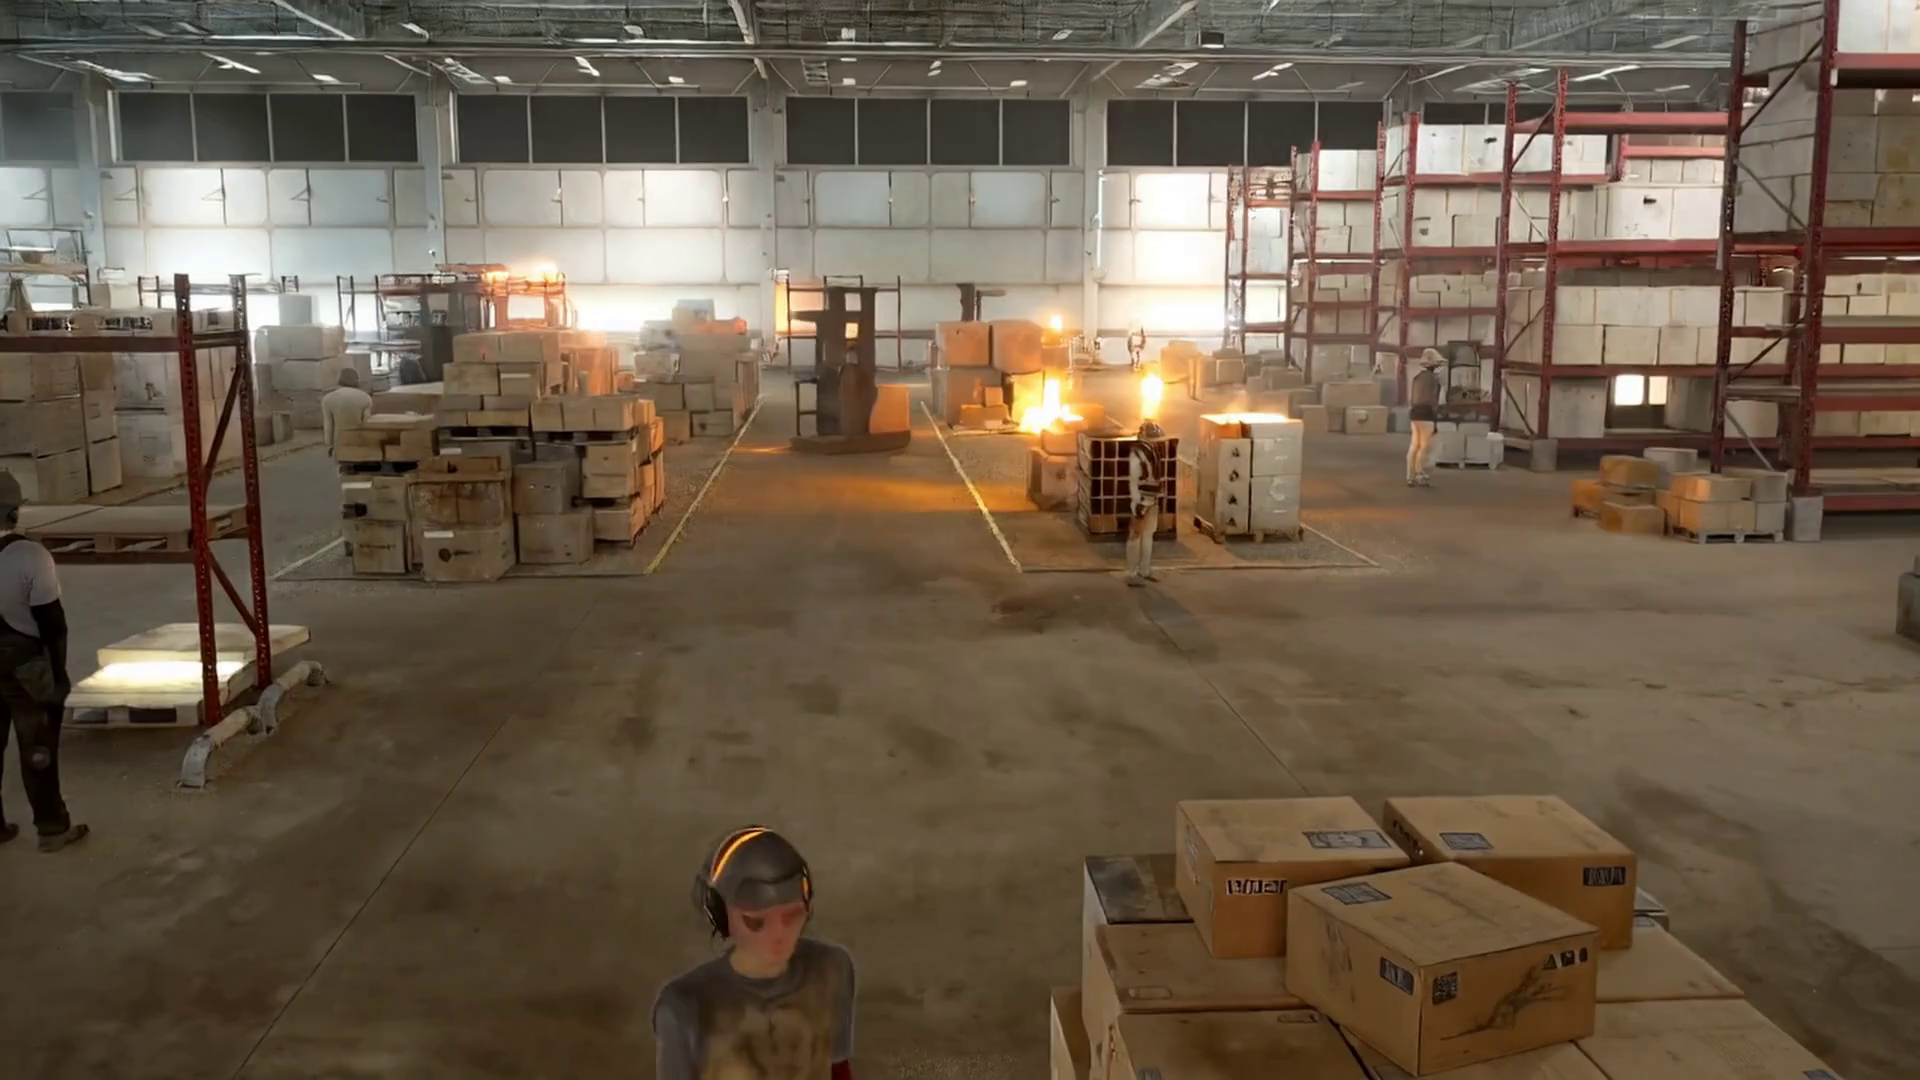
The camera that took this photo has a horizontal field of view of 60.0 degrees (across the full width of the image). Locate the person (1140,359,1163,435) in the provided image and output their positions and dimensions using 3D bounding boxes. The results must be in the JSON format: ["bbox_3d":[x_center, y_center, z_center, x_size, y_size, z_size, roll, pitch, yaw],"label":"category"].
[{"bbox_3d":[3.019,-2.014,26.373,0.318,1.700,0.536,6,11,33],"label":"person"}]

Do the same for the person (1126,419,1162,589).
[{"bbox_3d":[1.788,-0.355,16.145,0.308,1.639,0.511,6,11,35],"label":"person"}]

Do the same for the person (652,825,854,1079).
[{"bbox_3d":[-0.468,1.512,3.798,0.521,1.847,0.841,-7,11,-36],"label":"person"}]

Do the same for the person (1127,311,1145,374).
[{"bbox_3d":[5.390,-6.043,50.929,0.551,1.934,0.372,2,9,15],"label":"person"}]

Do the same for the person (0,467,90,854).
[{"bbox_3d":[-4.967,0.626,8.725,0.688,2.000,0.539,1,9,3],"label":"person"}]

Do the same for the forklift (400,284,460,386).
[{"bbox_3d":[-11.964,-4.501,38.294,1.873,2.768,1.129,7,11,37],"label":"forklift"}]

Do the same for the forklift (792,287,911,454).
[{"bbox_3d":[-1.833,-2.958,28.601,1.129,2.768,1.873,8,12,41],"label":"forklift"}]

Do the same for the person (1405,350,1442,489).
[{"bbox_3d":[6.611,-1.710,23.620,0.434,1.977,0.598,-3,9,-16],"label":"person"}]

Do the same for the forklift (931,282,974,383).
[{"bbox_3d":[0.172,-5.571,45.011,1.873,2.768,1.129,-1,9,-4],"label":"forklift"}]

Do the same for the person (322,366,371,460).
[{"bbox_3d":[-7.528,-1.185,20.535,0.638,1.910,0.896,-1,9,-4],"label":"person"}]

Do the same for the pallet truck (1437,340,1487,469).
[{"bbox_3d":[8.004,-2.170,26.422,0.823,1.965,1.885,2,9,14],"label":"pallet truck"}]
